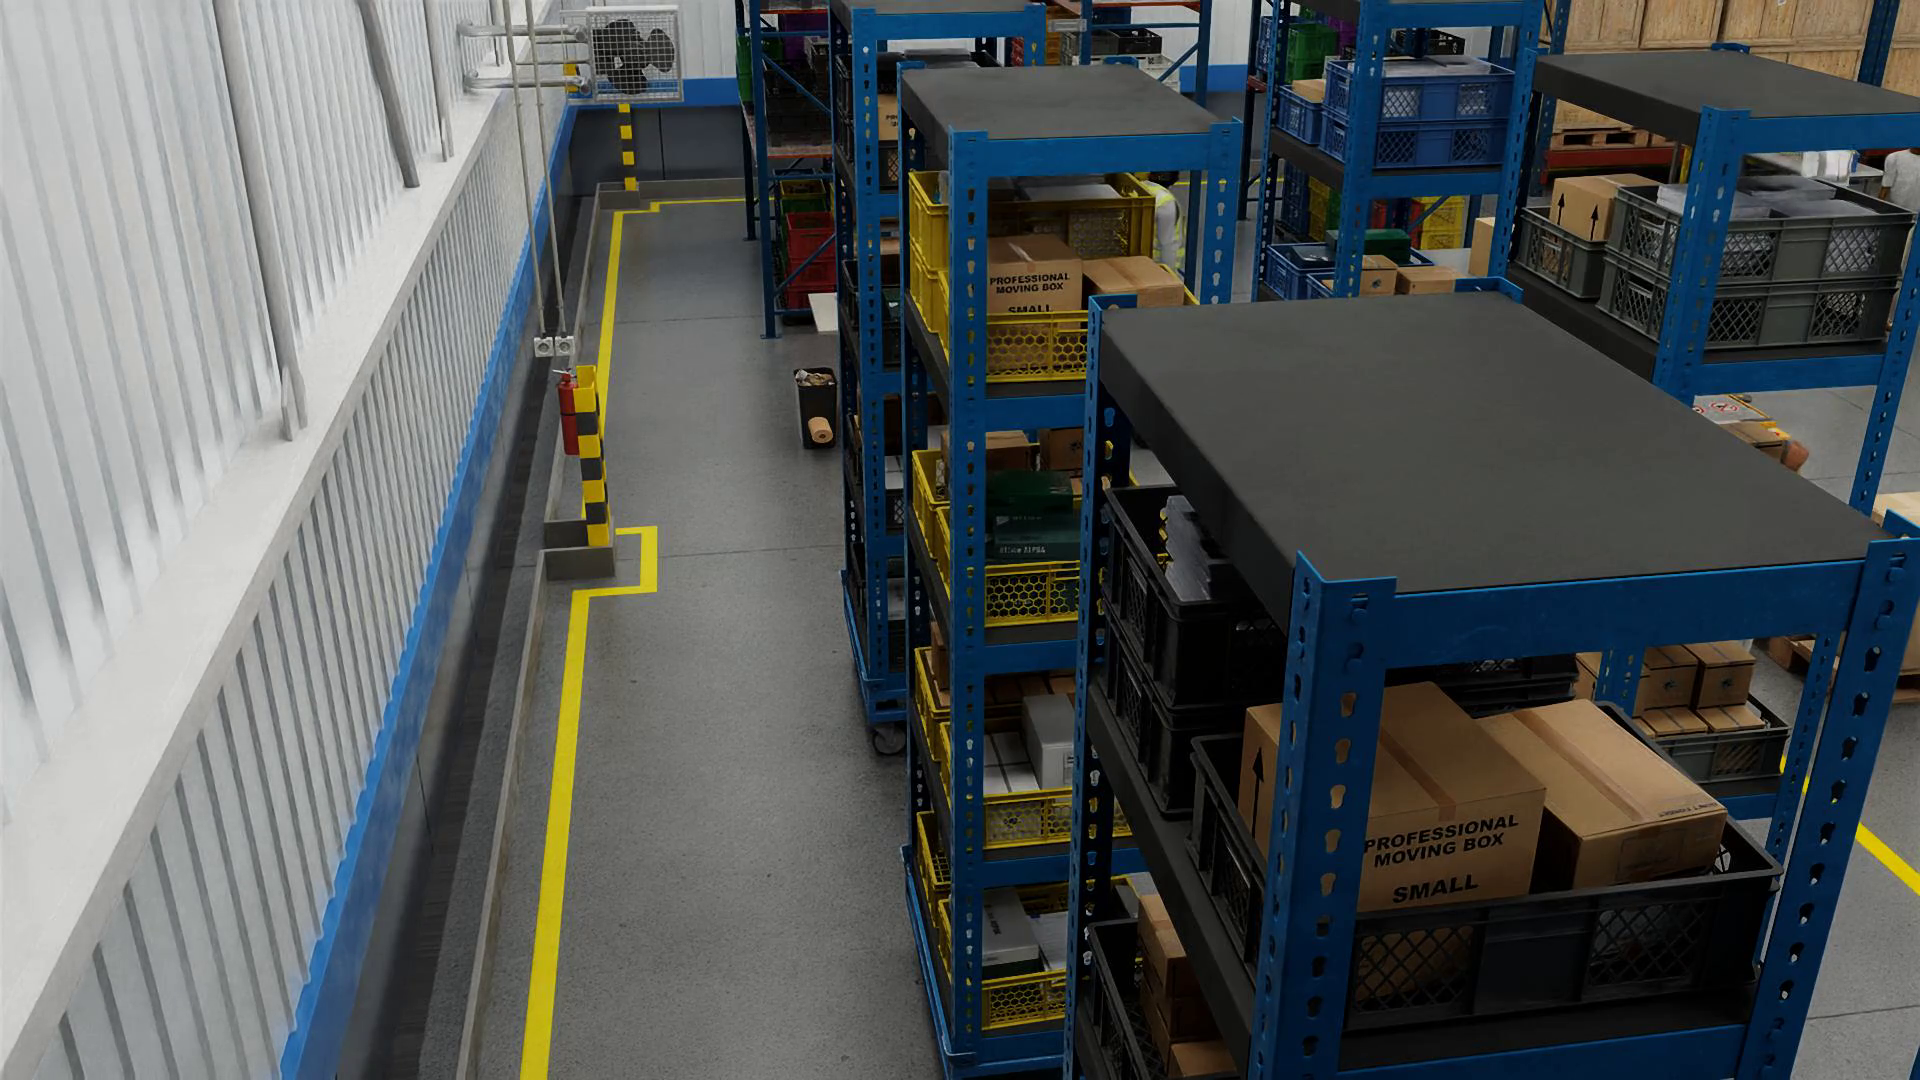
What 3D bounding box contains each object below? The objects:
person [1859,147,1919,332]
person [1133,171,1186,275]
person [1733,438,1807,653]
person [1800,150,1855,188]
[{"bbox_3d":[8.020,-2.676,14.192,0.521,1.865,0.328,-5,25,-11],"label":"person"},{"bbox_3d":[1.540,-2.129,13.028,0.429,1.843,0.627,-8,26,-16],"label":"person"},{"bbox_3d":[3.788,0.276,8.039,0.308,1.639,0.510,7,26,14],"label":"person"},{"bbox_3d":[7.755,-3.049,14.996,0.589,1.874,0.474,-6,25,-14],"label":"person"}]
